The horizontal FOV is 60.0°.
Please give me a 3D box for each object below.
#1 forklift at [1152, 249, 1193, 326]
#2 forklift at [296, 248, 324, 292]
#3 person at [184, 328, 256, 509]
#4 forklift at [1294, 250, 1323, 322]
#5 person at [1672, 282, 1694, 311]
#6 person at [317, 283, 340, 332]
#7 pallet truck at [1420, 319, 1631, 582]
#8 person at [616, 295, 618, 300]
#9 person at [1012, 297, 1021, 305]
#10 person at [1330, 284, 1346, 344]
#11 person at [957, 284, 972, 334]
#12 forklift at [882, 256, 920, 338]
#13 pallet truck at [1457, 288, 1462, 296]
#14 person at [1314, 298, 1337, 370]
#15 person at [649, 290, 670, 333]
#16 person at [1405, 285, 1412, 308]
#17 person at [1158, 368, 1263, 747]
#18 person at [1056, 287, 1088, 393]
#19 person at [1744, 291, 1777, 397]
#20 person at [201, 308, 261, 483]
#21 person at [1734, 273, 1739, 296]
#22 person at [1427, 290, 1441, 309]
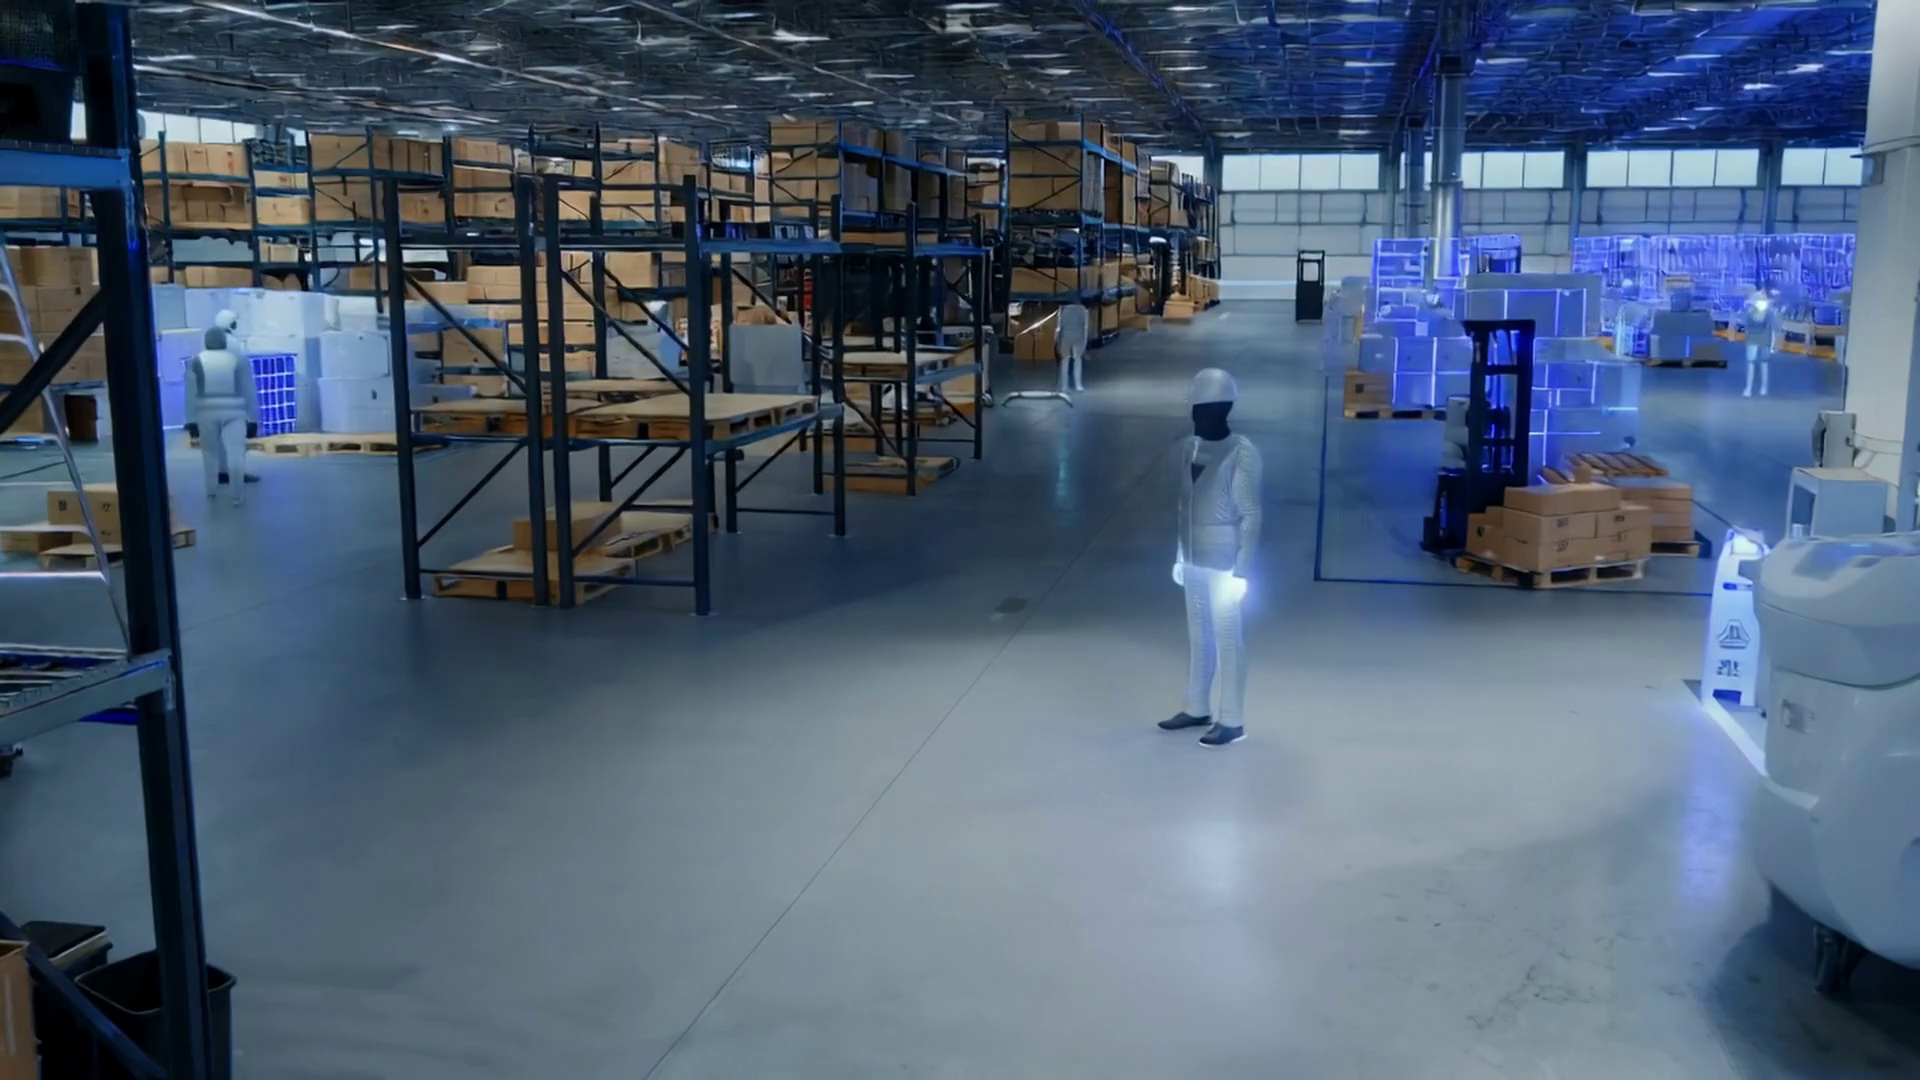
[{"bbox_3d":[7.646,-9.320,61.395,1.873,2.768,1.129,2,10,11],"label":"forklift"},{"bbox_3d":[-20.325,-7.805,52.425,1.873,2.768,1.129,9,13,42],"label":"forklift"},{"bbox_3d":[-7.372,-1.210,16.615,0.654,1.790,0.974,-5,11,-27],"label":"person"},{"bbox_3d":[13.778,-10.002,65.433,1.129,2.768,1.873,2,10,12],"label":"forklift"},{"bbox_3d":[22.091,-7.001,50.874,0.583,1.799,0.903,3,10,15],"label":"person"},{"bbox_3d":[-14.618,-4.941,38.310,0.644,1.931,0.433,-7,12,-35],"label":"person"},{"bbox_3d":[4.543,-0.757,13.299,0.823,1.965,1.885,-4,10,-22],"label":"pallet truck"},{"bbox_3d":[-8.487,-5.247,40.977,0.524,1.631,0.315,1,10,6],"label":"person"},{"bbox_3d":[1.944,-8.365,58.217,0.374,2.043,0.613,-3,10,-18],"label":"person"},{"bbox_3d":[10.967,-6.568,48.401,0.531,1.767,0.320,-2,10,-13],"label":"person"},{"bbox_3d":[0.118,-7.526,54.313,0.532,1.676,0.602,2,10,14],"label":"person"},{"bbox_3d":[-1.438,-5.642,39.616,1.129,2.768,1.873,2,10,12],"label":"forklift"},{"bbox_3d":[20.506,-9.785,68.819,0.653,1.274,1.630,2,10,12],"label":"pallet truck"},{"bbox_3d":[8.159,-4.589,37.111,0.602,1.617,0.542,-2,10,-10],"label":"person"},{"bbox_3d":[-7.583,-5.454,41.998,0.534,1.698,0.318,-1,10,-6],"label":"person"},{"bbox_3d":[15.270,-7.849,56.425,0.704,1.609,0.524,4,10,23],"label":"person"},{"bbox_3d":[1.286,0.087,8.506,0.371,1.929,0.584,-5,11,-29],"label":"person"},{"bbox_3d":[2.099,-3.715,30.909,0.613,1.963,0.361,4,10,22],"label":"person"},{"bbox_3d":[14.505,-3.557,30.166,0.537,1.911,0.920,7,12,35],"label":"person"},{"bbox_3d":[-8.084,-1.586,18.383,0.630,1.940,0.373,6,11,32],"label":"person"},{"bbox_3d":[37.572,-12.075,80.916,0.832,1.799,0.595,4,10,21],"label":"person"},{"bbox_3d":[9.587,-4.151,33.837,0.585,1.848,0.556,3,10,17],"label":"person"}]
